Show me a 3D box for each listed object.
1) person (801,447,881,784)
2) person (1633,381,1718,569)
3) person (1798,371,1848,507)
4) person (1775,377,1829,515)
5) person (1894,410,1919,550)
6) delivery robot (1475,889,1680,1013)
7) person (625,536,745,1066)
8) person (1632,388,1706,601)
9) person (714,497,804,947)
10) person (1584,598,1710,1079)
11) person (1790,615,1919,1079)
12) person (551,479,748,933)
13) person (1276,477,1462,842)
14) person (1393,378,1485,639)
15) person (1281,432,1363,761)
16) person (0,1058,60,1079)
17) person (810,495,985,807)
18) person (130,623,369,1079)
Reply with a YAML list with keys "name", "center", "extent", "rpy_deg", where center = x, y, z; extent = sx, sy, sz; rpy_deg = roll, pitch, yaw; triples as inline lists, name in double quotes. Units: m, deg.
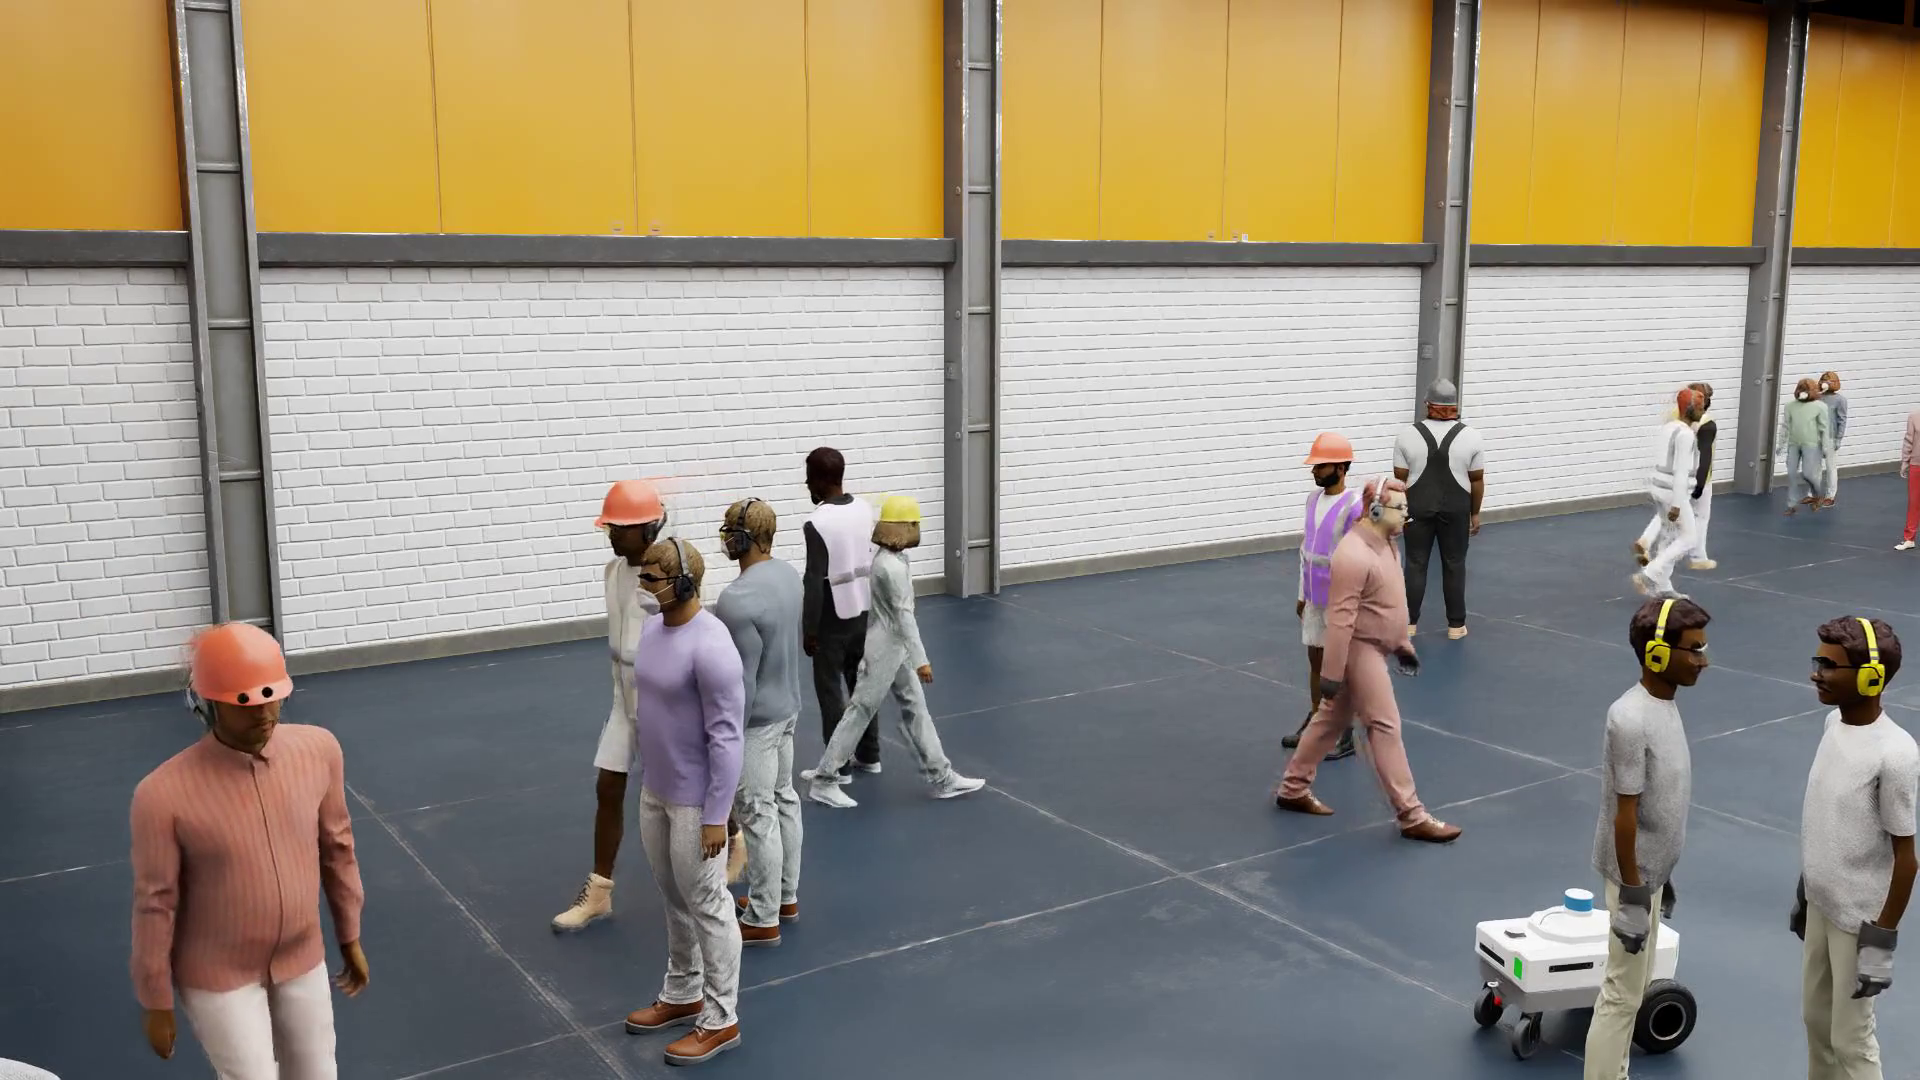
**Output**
- name: "person"
  center: [-0.665, 0.424, 9.365]
  extent: [0.388, 1.905, 0.606]
  rpy_deg: [5, 11, 30]
- name: "person"
  center: [6.853, -0.602, 15.812]
  extent: [0.809, 1.821, 0.619]
  rpy_deg: [-3, 10, -19]
- name: "person"
  center: [10.432, -1.220, 20.073]
  extent: [0.280, 1.636, 0.502]
  rpy_deg: [-4, 10, -23]
- name: "person"
  center: [9.815, -1.086, 19.323]
  extent: [0.421, 1.618, 0.523]
  rpy_deg: [-7, 12, -38]
- name: "person"
  center: [9.794, -0.744, 16.817]
  extent: [0.310, 1.768, 0.533]
  rpy_deg: [-8, 12, -39]
- name: "delivery robot"
  center: [2.322, 1.563, 6.278]
  extent: [0.707, 0.478, 0.477]
  rpy_deg: [-2, 10, -12]
- name: "person"
  center: [-1.020, 0.943, 6.134]
  extent: [0.362, 1.939, 0.635]
  rpy_deg: [-7, 12, -35]
- name: "person"
  center: [6.098, -0.367, 14.231]
  extent: [0.457, 1.869, 0.600]
  rpy_deg: [1, 9, 5]
- name: "person"
  center: [-0.876, 0.775, 7.143]
  extent: [0.372, 1.940, 0.632]
  rpy_deg: [3, 10, 15]
- name: "person"
  center: [2.227, 1.102, 5.387]
  extent: [0.328, 1.870, 0.521]
  rpy_deg: [6, 11, 31]
- name: "person"
  center: [2.696, 1.150, 5.097]
  extent: [0.313, 1.869, 0.538]
  rpy_deg: [1, 9, 3]
- name: "person"
  center: [-1.339, 0.697, 7.486]
  extent: [0.627, 1.995, 1.070]
  rpy_deg: [8, 13, 41]
- name: "person"
  center: [2.090, 0.590, 8.557]
  extent: [0.989, 1.852, 0.643]
  rpy_deg: [4, 10, 23]
- name: "person"
  center: [3.734, -0.250, 13.015]
  extent: [0.688, 2.000, 0.539]
  rpy_deg: [3, 10, 17]
- name: "person"
  center: [2.174, 0.328, 9.839]
  extent: [0.358, 1.937, 0.548]
  rpy_deg: [-5, 11, -27]
- name: "person"
  center: [-1.767, 1.518, 2.893]
  extent: [0.532, 1.864, 0.312]
  rpy_deg: [-1, 9, -5]
- name: "person"
  center: [-0.376, 0.605, 8.926]
  extent: [0.963, 1.692, 0.509]
  rpy_deg: [0, 9, -2]
- name: "person"
  center: [-2.051, 1.165, 4.715]
  extent: [0.735, 1.966, 0.634]
  rpy_deg: [7, 11, 35]
